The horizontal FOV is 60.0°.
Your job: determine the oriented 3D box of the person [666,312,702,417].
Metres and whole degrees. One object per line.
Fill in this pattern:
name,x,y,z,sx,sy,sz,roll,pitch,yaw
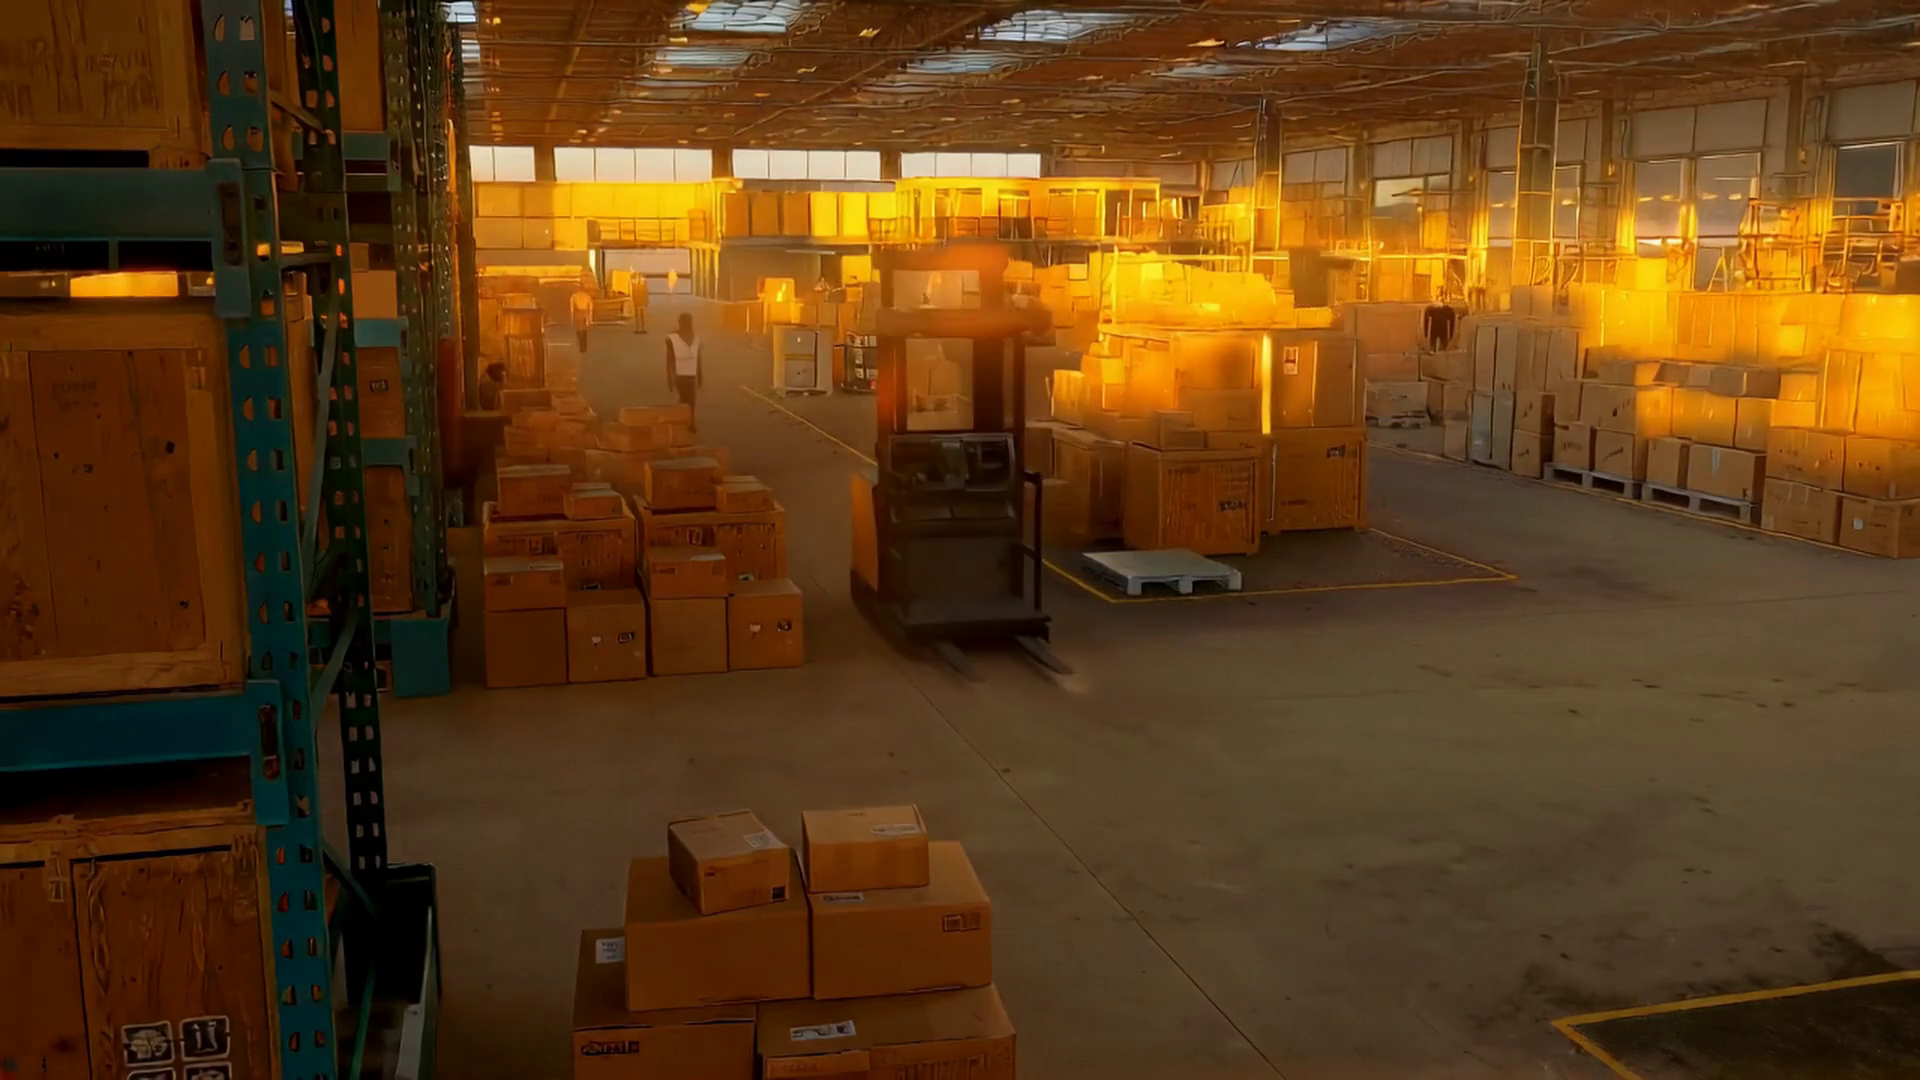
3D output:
person,-4.052,-2.406,24.537,0.440,1.908,0.613,9,13,41

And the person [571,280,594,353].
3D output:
person,-10.190,-6.022,44.890,0.639,1.953,0.454,-4,11,-22

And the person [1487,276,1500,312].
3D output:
person,18.867,-8.418,58.826,0.431,1.835,0.624,9,13,41

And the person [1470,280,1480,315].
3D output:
person,17.976,-8.188,57.833,0.762,1.710,0.478,-1,10,-5

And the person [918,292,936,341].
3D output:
person,-0.813,-4.701,37.723,0.565,1.833,0.882,-6,12,-32

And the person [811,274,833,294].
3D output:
person,-4.351,-7.370,52.283,0.691,2.000,0.663,1,10,6

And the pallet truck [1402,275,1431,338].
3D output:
pallet truck,14.620,-7.324,52.145,0.823,1.965,1.885,8,13,40

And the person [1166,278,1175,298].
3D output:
person,6.772,-7.512,53.616,0.328,1.861,0.503,2,10,13

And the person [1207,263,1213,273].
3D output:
person,13.736,-14.157,90.916,0.665,1.974,0.625,-2,10,-11

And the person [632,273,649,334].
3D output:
person,-10.524,-7.802,54.853,0.374,1.997,0.608,9,14,43

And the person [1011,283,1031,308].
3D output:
person,1.617,-5.880,44.233,0.596,1.903,0.477,-3,10,-17

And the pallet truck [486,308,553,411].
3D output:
pallet truck,-6.242,-2.418,24.362,0.823,1.965,1.885,1,10,3

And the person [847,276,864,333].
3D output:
person,-3.272,-7.260,51.952,0.544,1.939,0.354,1,10,3

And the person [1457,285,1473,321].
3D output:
person,15.747,-7.125,51.950,0.539,1.672,0.780,8,13,39

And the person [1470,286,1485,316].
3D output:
person,14.300,-6.098,45.821,0.546,1.785,0.969,-3,11,-19

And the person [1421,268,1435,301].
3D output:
person,21.356,-11.422,75.660,0.615,1.883,0.803,-3,10,-14

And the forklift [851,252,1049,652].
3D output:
forklift,-0.146,-0.750,12.418,1.129,2.768,1.873,-3,10,-15

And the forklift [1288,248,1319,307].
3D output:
forklift,7.888,-5.346,38.448,1.873,2.768,1.129,-3,10,-15

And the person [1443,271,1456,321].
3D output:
person,18.754,-9.333,63.659,0.603,1.949,0.389,-6,11,-29

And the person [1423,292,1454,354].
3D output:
person,10.060,-4.260,35.000,0.648,1.922,0.717,0,10,0

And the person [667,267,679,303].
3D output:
person,-14.570,-12.904,84.174,0.889,1.857,0.587,10,14,43
